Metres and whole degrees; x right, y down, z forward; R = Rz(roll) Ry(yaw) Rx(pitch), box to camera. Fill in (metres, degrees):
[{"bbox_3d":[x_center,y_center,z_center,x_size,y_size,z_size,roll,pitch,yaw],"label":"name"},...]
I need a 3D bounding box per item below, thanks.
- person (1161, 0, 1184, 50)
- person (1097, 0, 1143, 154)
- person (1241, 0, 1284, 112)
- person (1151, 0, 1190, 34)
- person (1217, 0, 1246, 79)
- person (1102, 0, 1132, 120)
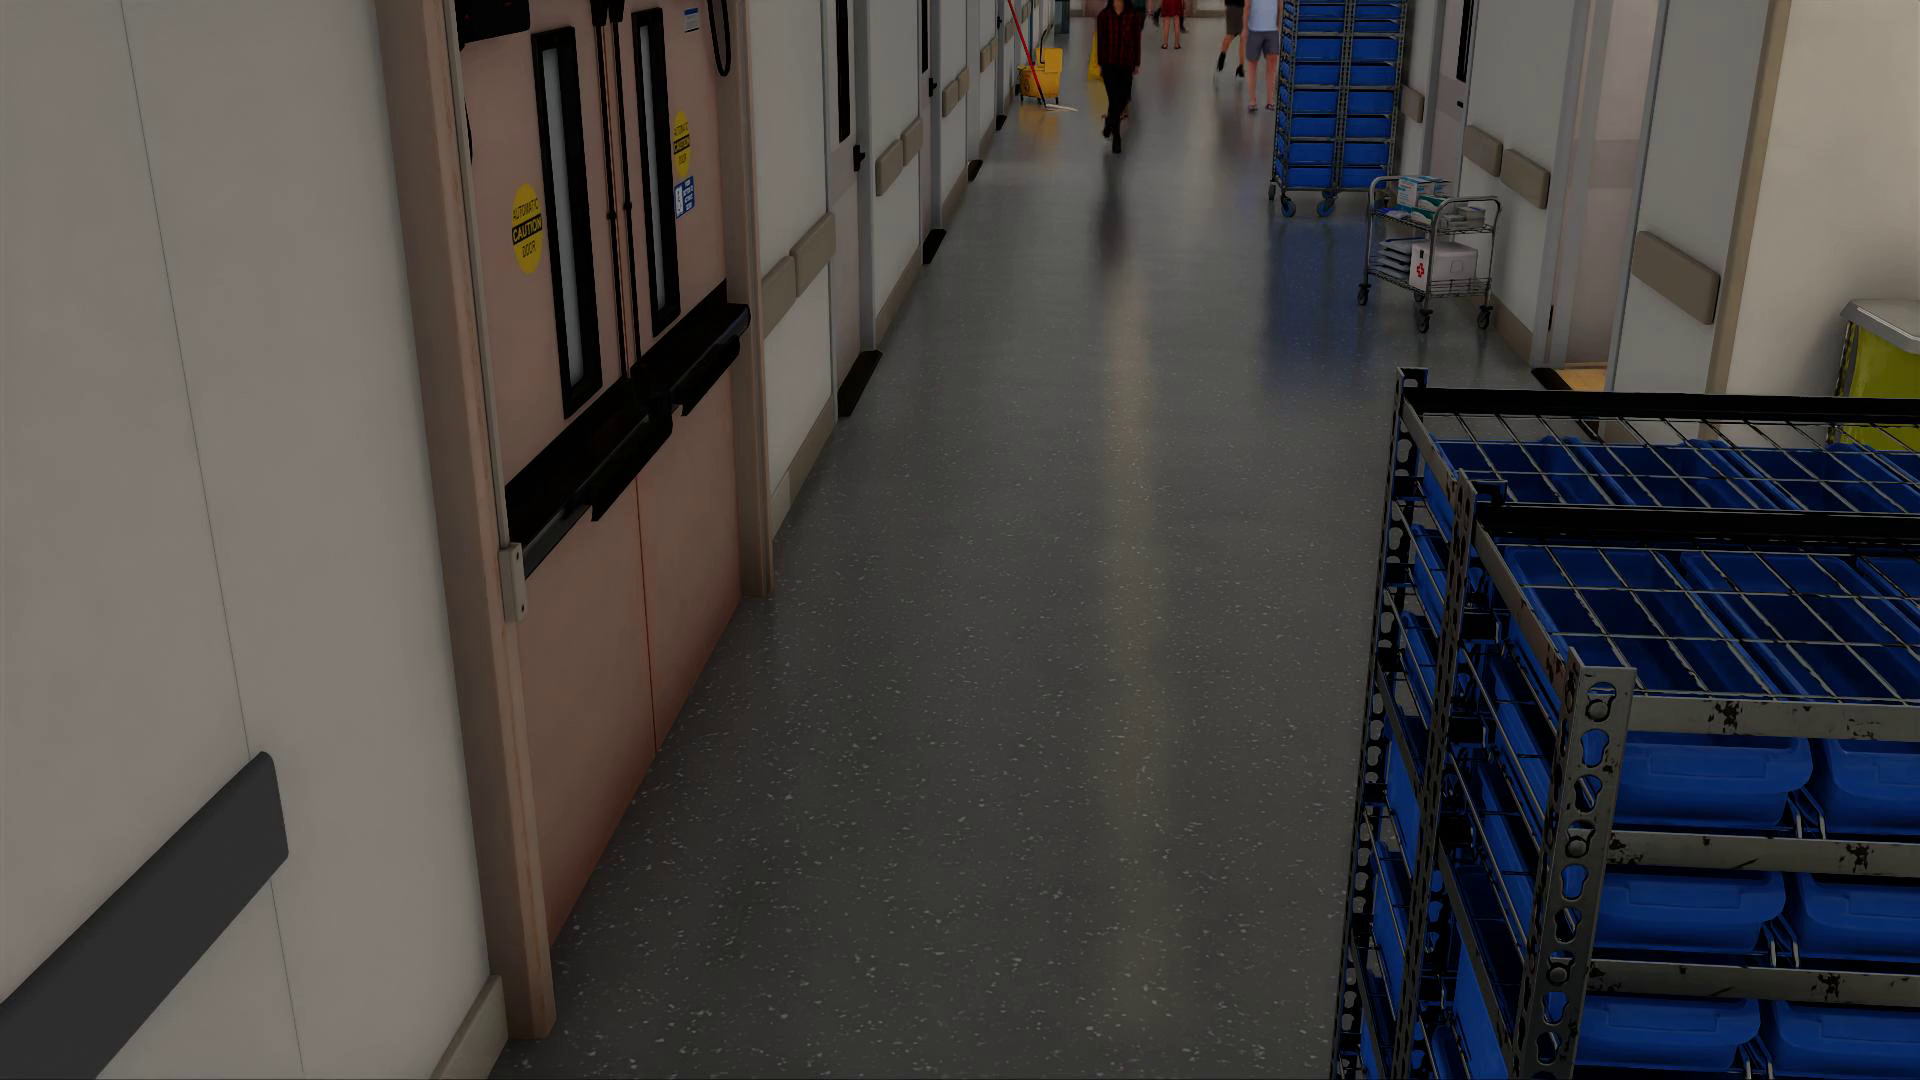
[{"bbox_3d":[3.646,-9.264,28.596,0.540,1.553,0.598,2,21,6],"label":"person"},{"bbox_3d":[1.520,-4.635,16.280,0.685,1.627,1.045,-2,21,-4],"label":"person"},{"bbox_3d":[3.531,-5.982,19.577,0.671,1.811,0.846,1,21,3],"label":"person"},{"bbox_3d":[4.092,-10.710,32.107,1.151,1.778,1.112,19,28,41],"label":"person"},{"bbox_3d":[3.811,-7.297,23.045,0.890,1.814,1.161,11,23,26],"label":"person"},{"bbox_3d":[1.812,-5.725,18.881,0.743,1.823,0.593,10,23,24],"label":"person"}]
